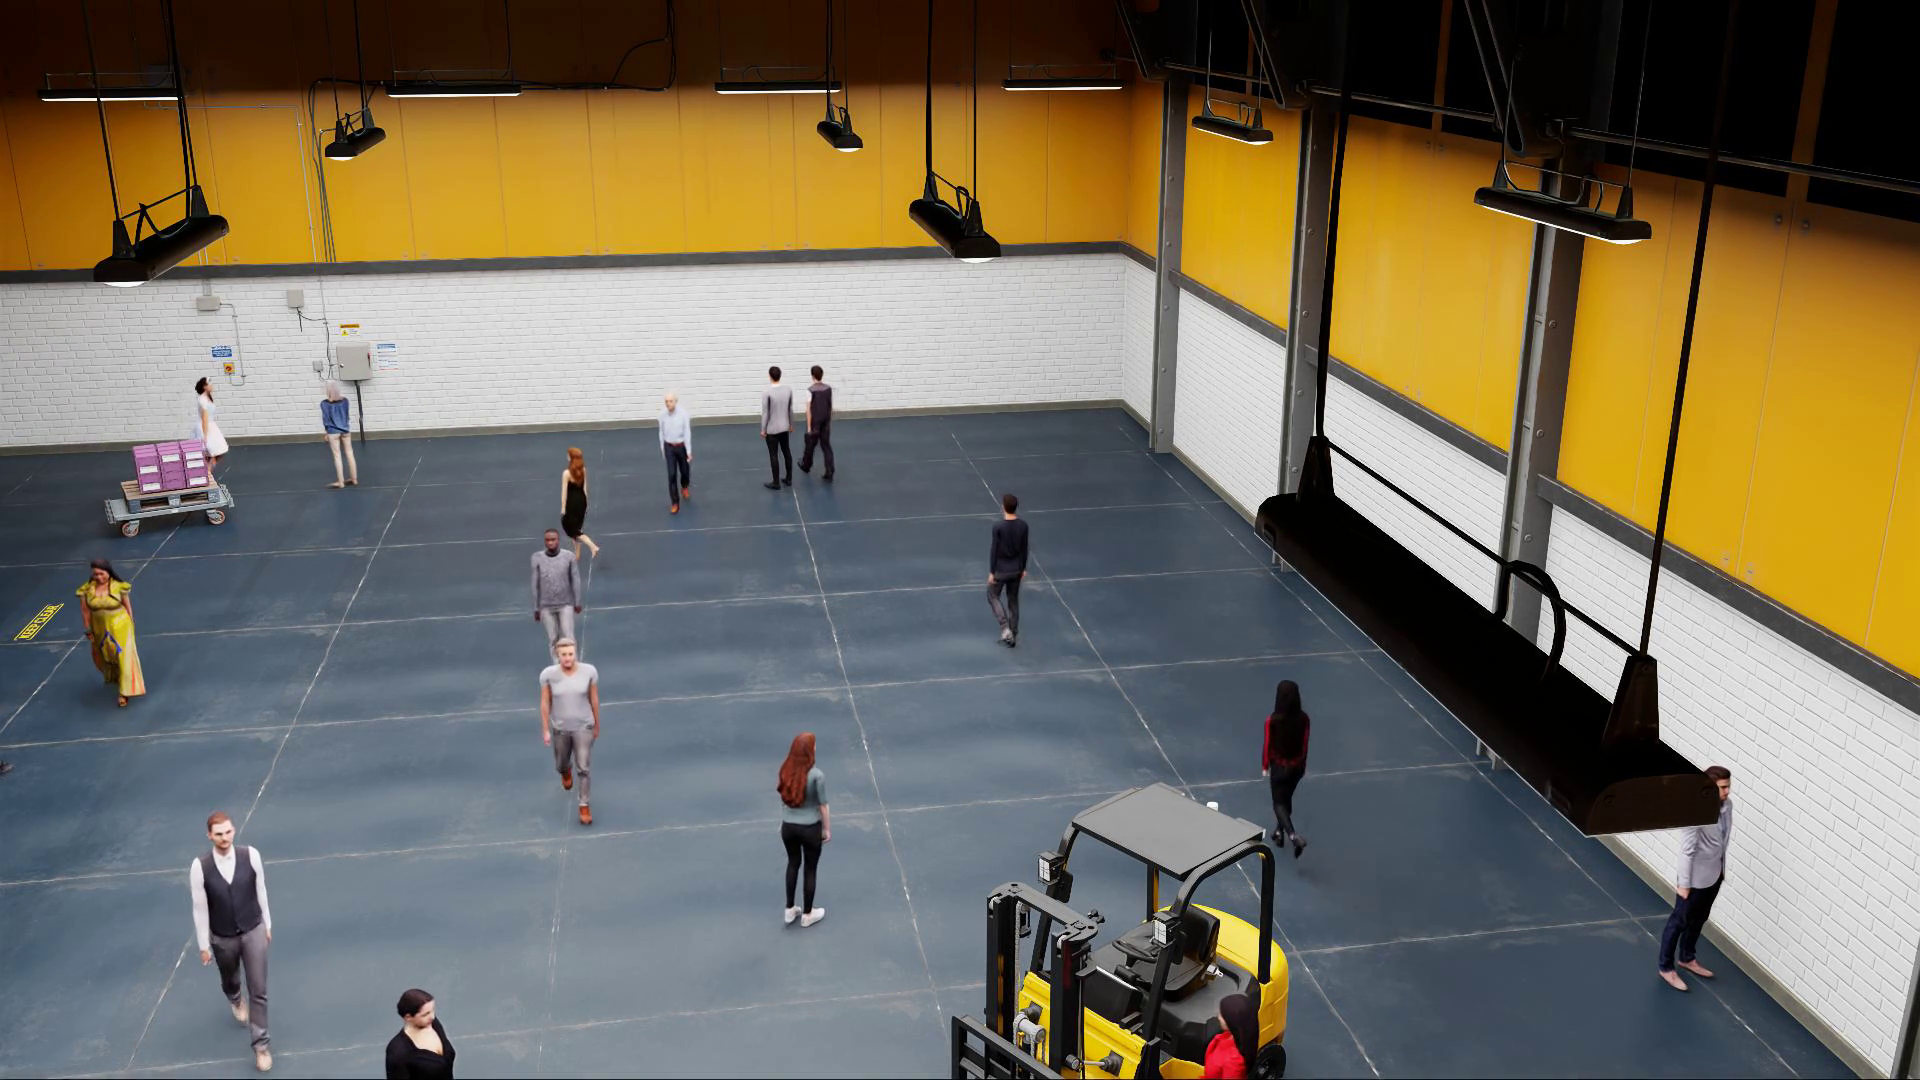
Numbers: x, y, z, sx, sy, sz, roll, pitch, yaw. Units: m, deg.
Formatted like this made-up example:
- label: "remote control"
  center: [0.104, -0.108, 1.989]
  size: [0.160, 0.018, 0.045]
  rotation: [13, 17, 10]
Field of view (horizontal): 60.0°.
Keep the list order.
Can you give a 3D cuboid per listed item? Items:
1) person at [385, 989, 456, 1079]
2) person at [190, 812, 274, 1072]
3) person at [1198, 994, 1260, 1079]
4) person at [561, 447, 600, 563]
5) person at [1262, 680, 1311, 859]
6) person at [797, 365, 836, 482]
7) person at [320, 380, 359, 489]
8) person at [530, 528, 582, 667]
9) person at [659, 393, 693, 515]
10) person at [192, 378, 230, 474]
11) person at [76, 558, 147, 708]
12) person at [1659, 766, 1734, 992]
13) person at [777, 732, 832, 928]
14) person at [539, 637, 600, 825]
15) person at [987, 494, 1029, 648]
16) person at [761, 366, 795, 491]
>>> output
- label: "person"
  center: [-3.327, 3.546, 10.292]
  size: [0.815, 1.758, 0.693]
  rotation: [4, 19, 12]
- label: "person"
  center: [-5.302, 2.840, 12.152]
  size: [0.926, 1.908, 1.265]
  rotation: [-10, 21, -27]
- label: "person"
  center: [1.673, 3.560, 10.263]
  size: [0.783, 1.750, 0.693]
  rotation: [6, 19, 16]
- label: "person"
  center: [-5.116, -0.440, 22.367]
  size: [0.946, 1.605, 0.923]
  rotation: [10, 21, 28]
- label: "person"
  center: [2.958, 2.080, 14.838]
  size: [0.639, 1.636, 0.940]
  rotation: [-5, 19, -15]
- label: "person"
  center: [-2.156, -1.788, 26.058]
  size: [0.990, 1.804, 1.243]
  rotation: [-12, 22, -32]
- label: "person"
  center: [-9.660, -1.664, 25.859]
  size: [0.755, 1.697, 0.711]
  rotation: [15, 24, 38]
- label: "person"
  center: [-4.500, 0.712, 18.598]
  size: [0.678, 1.828, 0.632]
  rotation: [-3, 19, -8]
- label: "person"
  center: [-4.207, -1.333, 24.758]
  size: [0.726, 1.773, 1.112]
  rotation: [-1, 19, -2]
- label: "person"
  center: [-11.581, -1.564, 25.409]
  size: [0.834, 1.795, 0.799]
  rotation: [-7, 20, -21]
- label: "person"
  center: [-9.292, 0.953, 18.211]
  size: [0.861, 1.618, 1.247]
  rotation: [-7, 20, -19]
- label: "person"
  center: [5.782, 2.590, 12.986]
  size: [0.753, 1.850, 0.704]
  rotation: [-11, 22, -30]
- label: "person"
  center: [-1.322, 2.399, 13.725]
  size: [0.704, 1.740, 0.726]
  rotation: [8, 20, 21]
- label: "person"
  center: [-3.646, 1.726, 15.615]
  size: [0.728, 1.809, 1.040]
  rotation: [-4, 19, -12]
- label: "person"
  center: [0.595, 0.400, 19.481]
  size: [0.743, 1.856, 0.762]
  rotation: [-8, 20, -23]
- label: "person"
  center: [-2.821, -1.745, 25.749]
  size: [0.836, 1.921, 0.828]
  rotation: [-16, 24, -39]
